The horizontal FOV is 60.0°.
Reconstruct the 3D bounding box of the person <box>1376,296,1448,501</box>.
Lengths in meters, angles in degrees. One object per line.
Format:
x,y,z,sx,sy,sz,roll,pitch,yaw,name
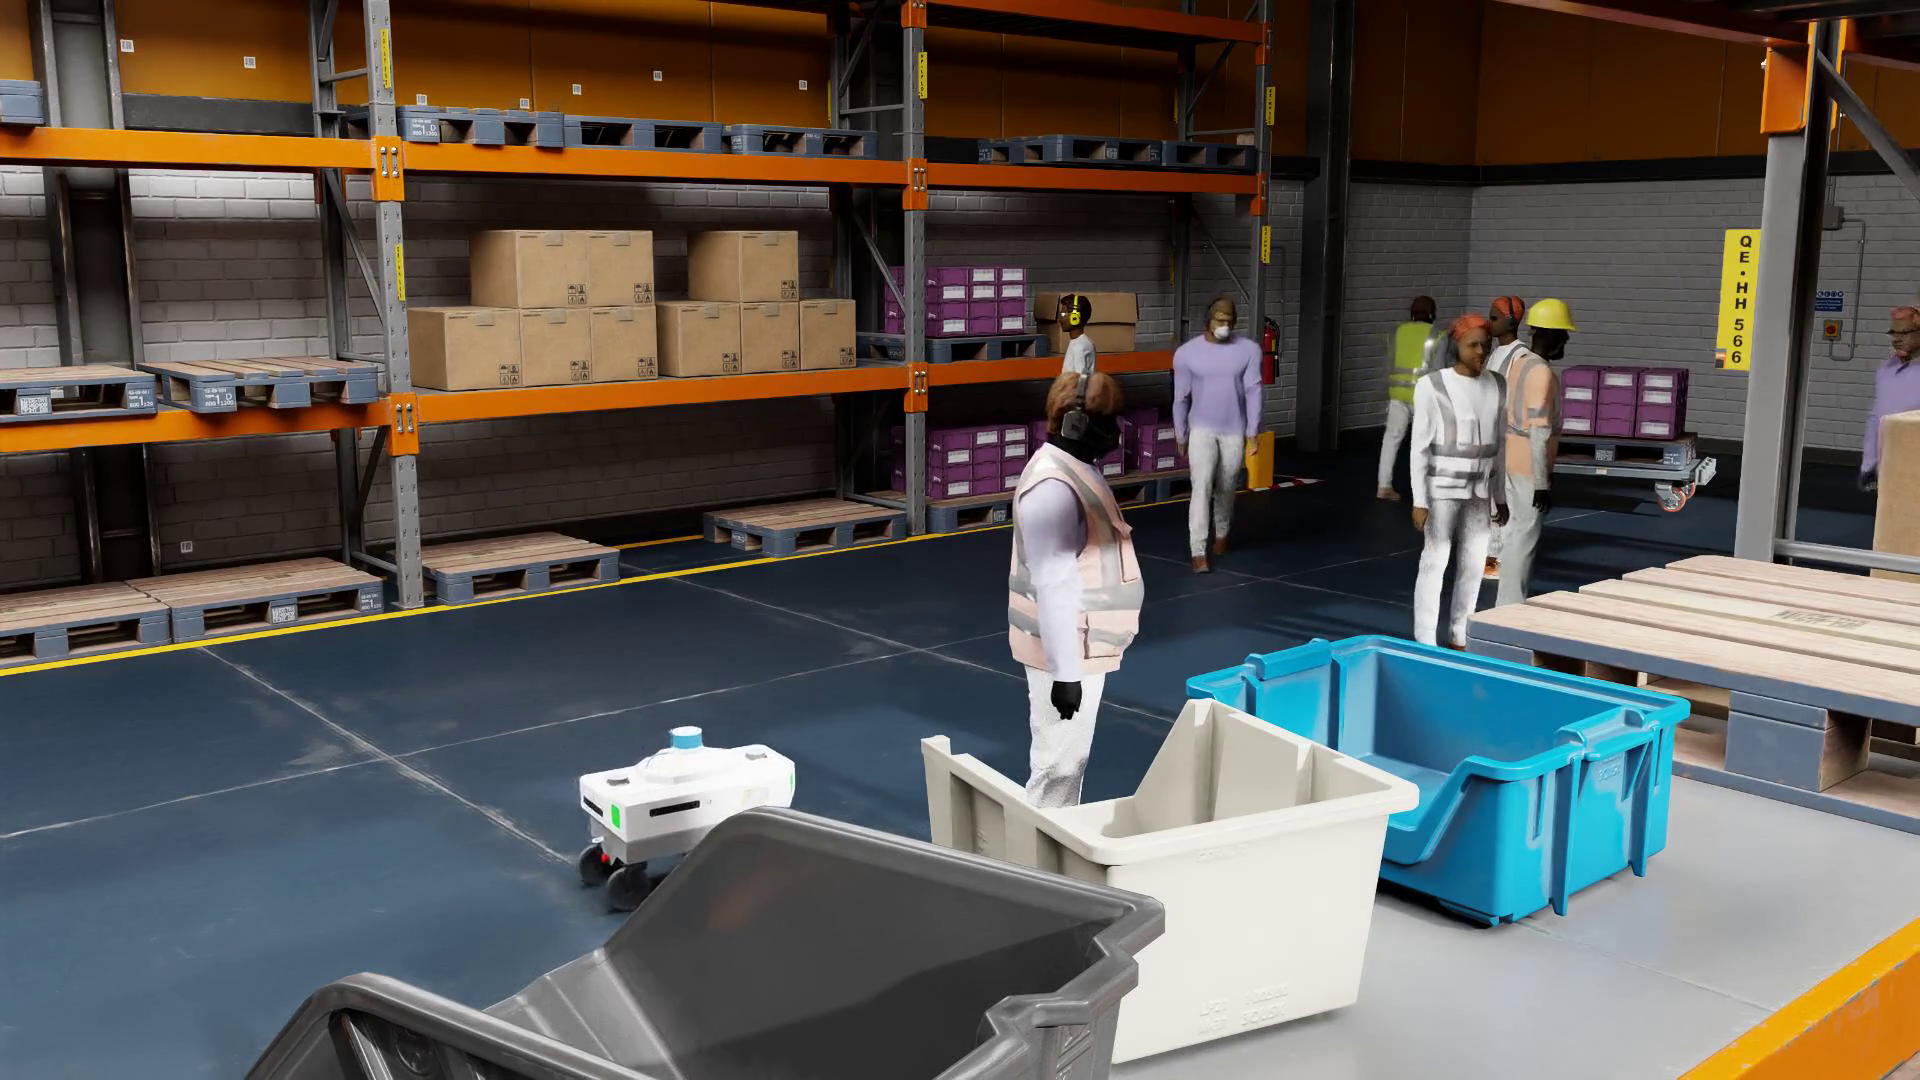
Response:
3.979,-1.235,14.545,0.637,1.777,1.037,9,14,42,person

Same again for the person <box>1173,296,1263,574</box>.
1.785,-0.762,11.619,0.617,1.892,0.982,0,10,2,person

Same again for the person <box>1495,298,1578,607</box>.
3.344,-0.442,9.693,0.383,1.924,0.601,2,10,9,person

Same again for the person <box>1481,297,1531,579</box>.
3.631,-0.683,11.155,0.348,1.882,0.584,0,10,-1,person

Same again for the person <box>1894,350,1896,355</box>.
8.137,-1.208,13.962,0.578,1.932,0.384,8,13,40,person

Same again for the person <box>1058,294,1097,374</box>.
0.835,-0.850,12.133,0.328,1.872,0.514,1,10,6,person

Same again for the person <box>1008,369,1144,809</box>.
0.375,0.371,5.377,0.429,1.842,0.620,2,10,9,person

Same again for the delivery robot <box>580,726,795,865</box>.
-0.944,0.893,5.784,0.707,0.478,0.477,-6,12,-32,delivery robot

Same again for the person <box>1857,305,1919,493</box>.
5.595,-0.431,9.780,0.441,1.882,0.654,-1,10,-7,person

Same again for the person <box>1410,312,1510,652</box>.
2.602,-0.241,8.681,0.587,1.883,0.341,-4,11,-19,person
